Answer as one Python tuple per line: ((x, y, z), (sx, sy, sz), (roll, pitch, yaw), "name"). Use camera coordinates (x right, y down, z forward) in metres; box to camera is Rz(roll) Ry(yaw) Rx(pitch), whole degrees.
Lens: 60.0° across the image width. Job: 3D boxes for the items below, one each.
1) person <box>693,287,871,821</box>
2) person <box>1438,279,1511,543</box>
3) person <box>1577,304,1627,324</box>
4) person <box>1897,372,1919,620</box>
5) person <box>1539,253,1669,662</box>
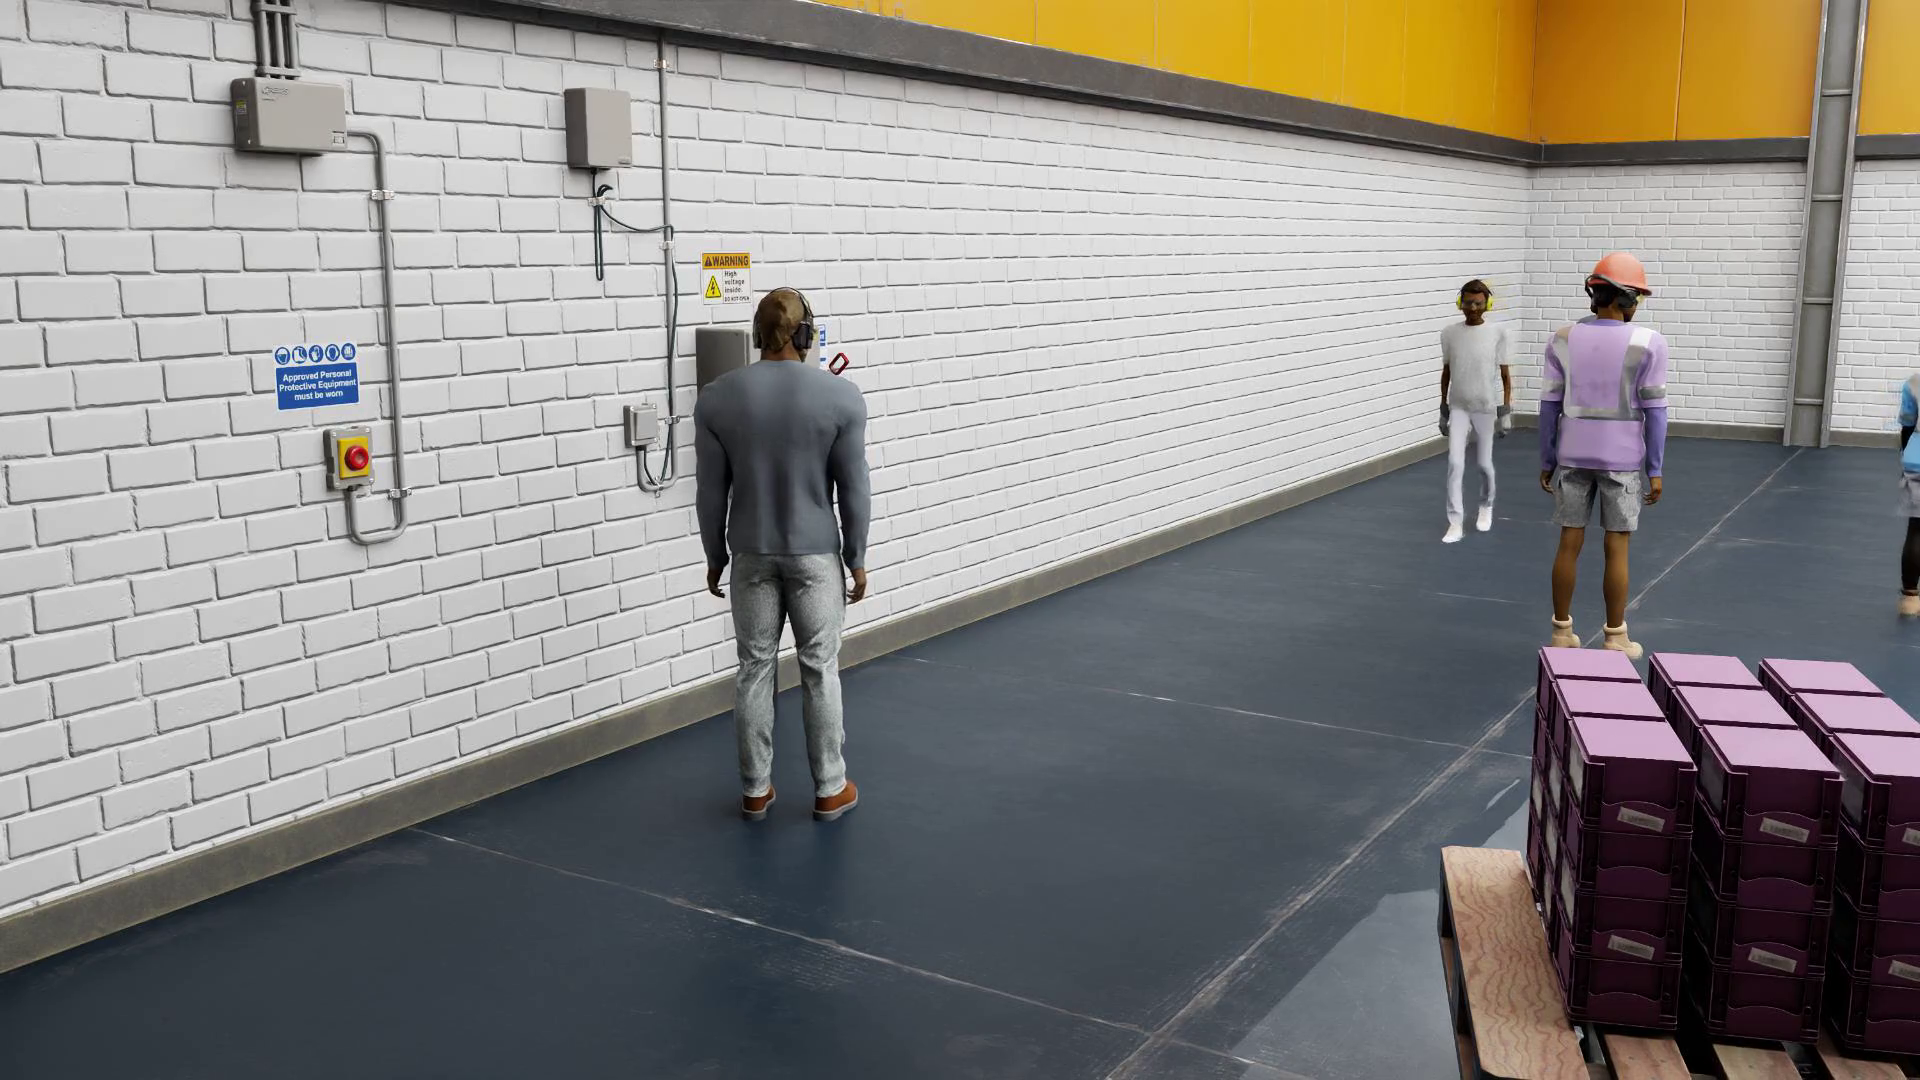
((-0.631, 0.063, 6.013), (0.632, 1.934, 0.361), (1, 10, 6), "person")
((3.664, -0.927, 11.784), (0.539, 1.842, 0.826), (6, 12, 28), "person")
((6.289, -1.650, 16.337), (0.499, 1.633, 0.283), (8, 13, 37), "person")
((5.511, -0.396, 9.247), (0.687, 1.669, 0.551), (-8, 13, -37), "person")
((3.209, -0.402, 8.305), (0.614, 2.035, 0.395), (9, 13, 40), "person")
